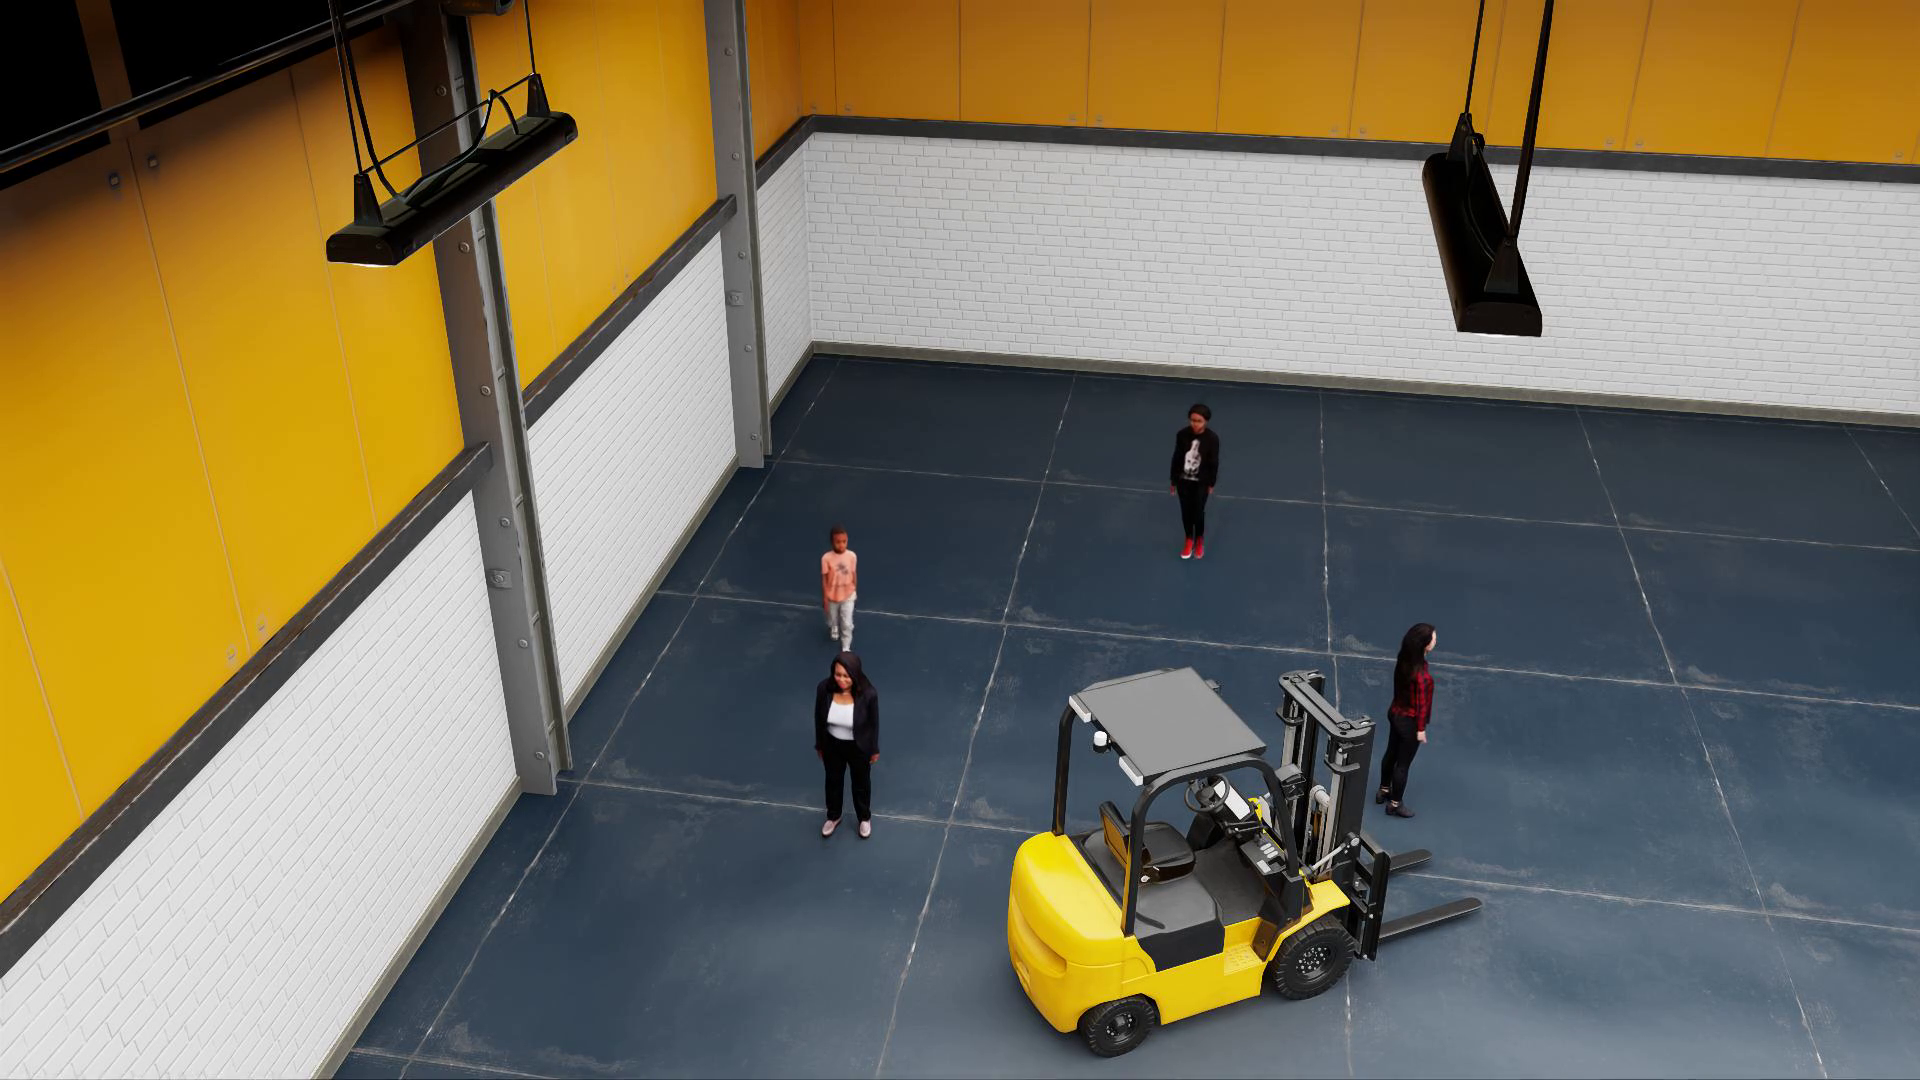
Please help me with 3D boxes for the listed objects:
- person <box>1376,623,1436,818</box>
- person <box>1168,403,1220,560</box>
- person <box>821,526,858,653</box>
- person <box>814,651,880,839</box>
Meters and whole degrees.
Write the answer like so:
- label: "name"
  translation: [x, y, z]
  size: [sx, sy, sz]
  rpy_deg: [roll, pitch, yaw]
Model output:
- label: "person"
  translation: [3.403, 1.372, 12.713]
  size: [0.710, 1.655, 0.564]
  rpy_deg: [-5, 29, -9]
- label: "person"
  translation: [2.315, -0.616, 16.346]
  size: [0.653, 1.666, 0.649]
  rpy_deg: [12, 31, 22]
- label: "person"
  translation: [-1.084, 0.449, 14.780]
  size: [0.621, 1.295, 0.853]
  rpy_deg: [-4, 29, -7]
- label: "person"
  translation: [-0.843, 1.519, 12.484]
  size: [0.661, 1.616, 0.640]
  rpy_deg: [2, 29, 4]
